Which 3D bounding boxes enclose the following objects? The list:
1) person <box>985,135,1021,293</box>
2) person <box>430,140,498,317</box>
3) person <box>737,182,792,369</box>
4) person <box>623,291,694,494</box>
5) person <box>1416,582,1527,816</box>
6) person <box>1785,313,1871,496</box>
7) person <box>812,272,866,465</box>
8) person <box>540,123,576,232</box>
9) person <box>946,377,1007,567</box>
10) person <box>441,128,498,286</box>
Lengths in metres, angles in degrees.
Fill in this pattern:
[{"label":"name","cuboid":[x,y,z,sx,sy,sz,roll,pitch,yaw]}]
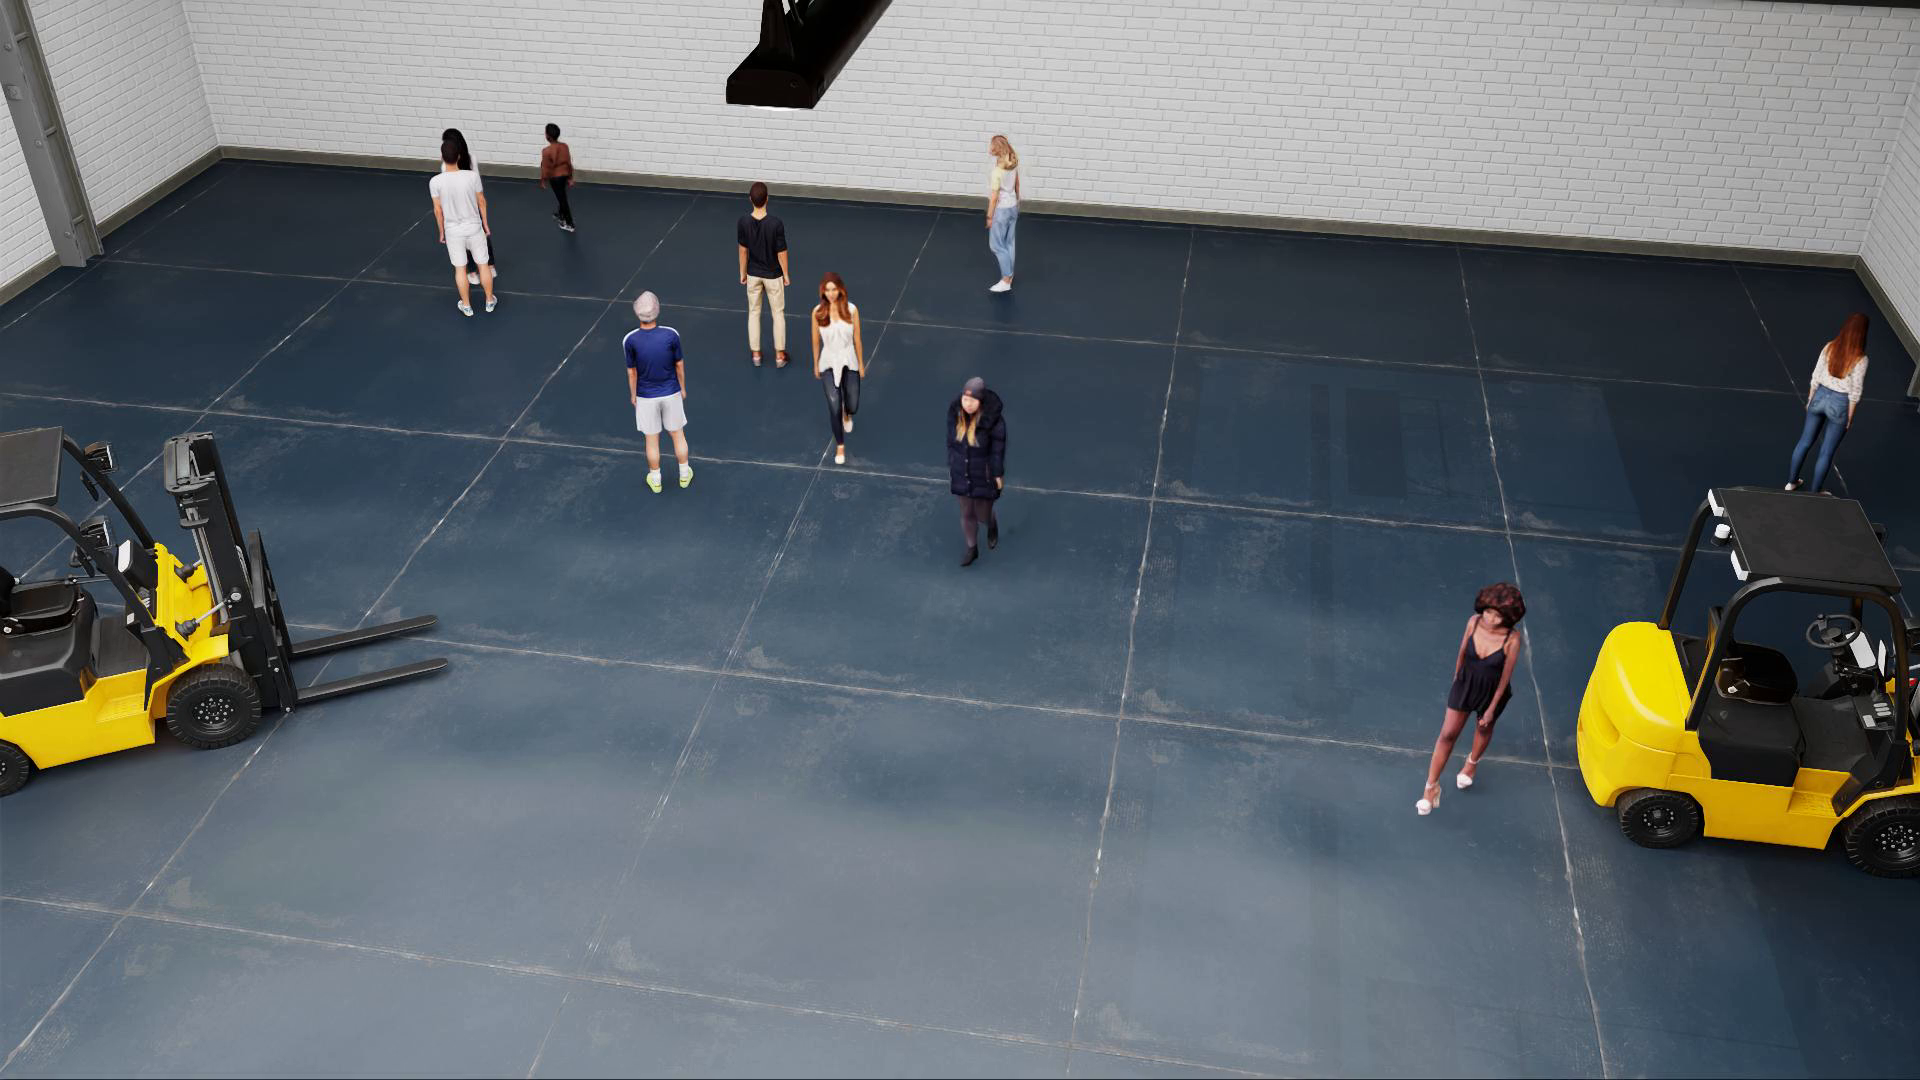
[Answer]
[{"label":"person","cuboid":[0.502,-3.511,17.688,0.658,1.710,0.853,-27,42,-35]},{"label":"person","cuboid":[-5.103,-3.206,17.096,0.767,1.856,0.776,-13,36,-19]},{"label":"person","cuboid":[-1.895,-2.567,16.139,0.639,1.851,0.555,4,34,6]},{"label":"person","cuboid":[-2.573,-1.257,14.180,0.718,1.838,0.708,-9,35,-13]},{"label":"person","cuboid":[3.451,0.963,10.910,0.786,1.760,1.000,21,39,28]},{"label":"person","cuboid":[7.377,-1.134,14.094,0.708,1.728,0.638,-19,38,-26]},{"label":"person","cuboid":[-1.065,-1.561,14.697,0.730,1.772,0.915,-2,34,-3]},{"label":"person","cuboid":[-4.561,-4.140,19.057,0.737,1.241,0.717,21,39,28]},{"label":"person","cuboid":[0.164,-0.578,13.310,0.778,1.670,0.846,15,36,21]},{"label":"person","cuboid":[-5.288,-3.582,17.804,0.752,1.698,0.631,22,39,29]}]
